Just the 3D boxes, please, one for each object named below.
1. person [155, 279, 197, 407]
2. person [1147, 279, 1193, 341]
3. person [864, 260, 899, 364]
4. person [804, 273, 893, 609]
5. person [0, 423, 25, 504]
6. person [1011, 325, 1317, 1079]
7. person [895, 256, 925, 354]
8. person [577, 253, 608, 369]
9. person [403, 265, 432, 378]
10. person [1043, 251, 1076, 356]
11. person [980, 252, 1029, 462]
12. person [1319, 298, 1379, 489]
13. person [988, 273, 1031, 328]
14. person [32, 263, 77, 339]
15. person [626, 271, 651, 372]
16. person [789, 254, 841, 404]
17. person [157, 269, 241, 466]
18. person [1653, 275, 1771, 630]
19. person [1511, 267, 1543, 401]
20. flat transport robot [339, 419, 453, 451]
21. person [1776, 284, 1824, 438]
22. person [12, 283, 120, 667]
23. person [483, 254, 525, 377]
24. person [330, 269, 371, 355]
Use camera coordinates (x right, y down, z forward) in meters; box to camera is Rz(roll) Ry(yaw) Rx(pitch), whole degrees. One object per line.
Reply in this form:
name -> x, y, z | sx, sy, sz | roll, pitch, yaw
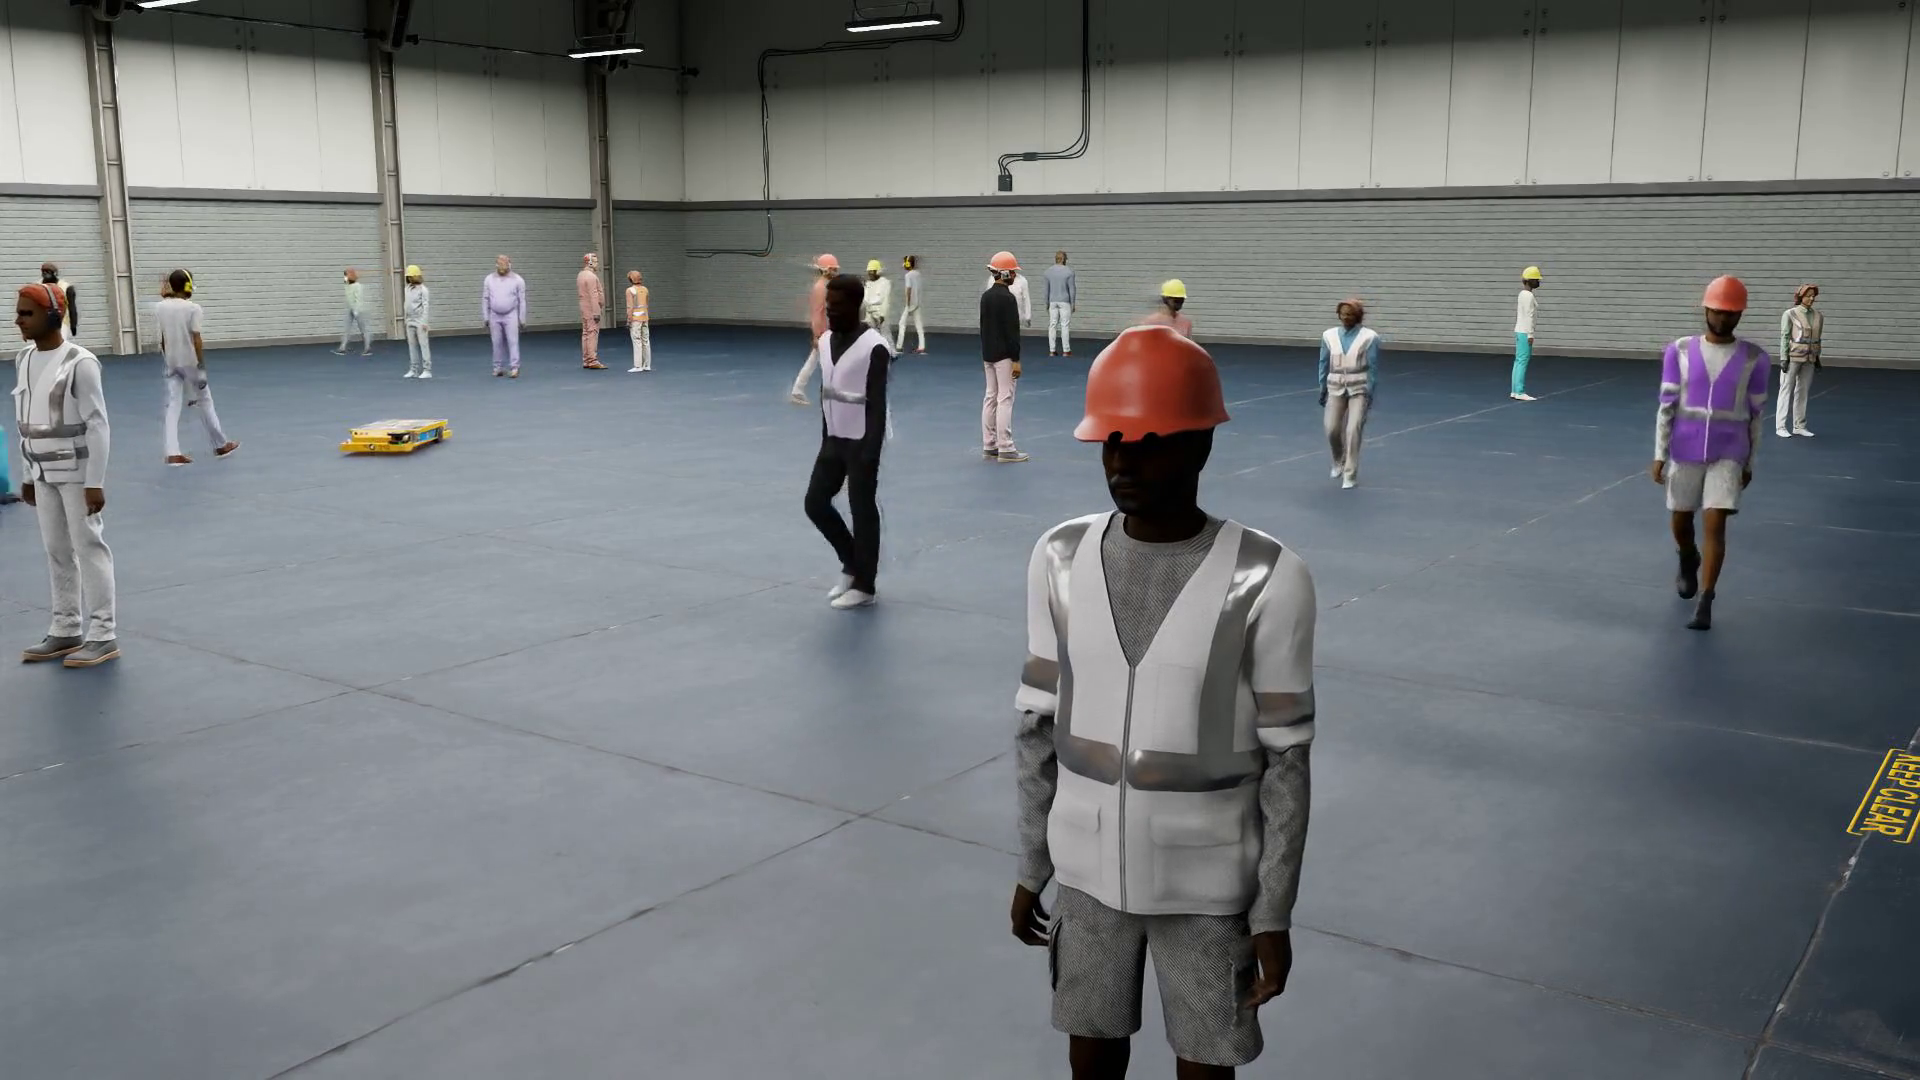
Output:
person -> -9.924, -2.490, 21.079 | 0.284, 1.633, 0.500 | 8, 13, 36
person -> 1.935, -1.565, 15.594 | 0.525, 1.749, 0.477 | -7, 12, -32
person -> -1.400, -3.865, 28.357 | 0.597, 1.792, 0.921 | 9, 13, 41
person -> -0.626, -0.549, 9.440 | 0.463, 1.903, 0.629 | -8, 13, -40
person -> -7.724, -1.166, 13.116 | 0.596, 1.820, 0.763 | 7, 12, 34
person -> 0.335, 0.592, 2.963 | 0.552, 1.937, 0.356 | 5, 11, 27
person -> -0.979, -4.419, 31.305 | 0.842, 1.836, 0.524 | 7, 12, 33
person -> -6.079, -3.775, 27.506 | 0.409, 1.907, 0.651 | -6, 12, -29
person -> -8.418, -3.374, 25.730 | 0.490, 1.743, 0.303 | 6, 12, 29
person -> 1.842, -4.343, 30.620 | 0.627, 1.934, 0.370 | 5, 11, 26
person -> 0.405, -1.743, 15.883 | 0.377, 1.995, 0.612 | -5, 11, -28
person -> 3.321, -1.255, 14.206 | 0.513, 1.623, 0.430 | 5, 11, 27
person -> 0.807, -3.506, 26.120 | 0.673, 1.855, 0.960 | -3, 11, -16
person -> -13.409, -3.201, 24.619 | 0.625, 1.800, 0.961 | 0, 10, 0
person -> -5.201, -3.521, 26.842 | 0.315, 1.638, 0.515 | 5, 11, 27
person -> -1.722, -2.689, 21.360 | 1.070, 1.945, 0.614 | 0, 10, 1
person -> -7.277, -1.639, 15.773 | 0.557, 1.820, 0.932 | 2, 10, 13
person -> 4.145, -0.506, 9.187 | 0.538, 1.915, 0.831 | 6, 12, 29
person -> 7.531, -2.733, 22.068 | 0.313, 1.767, 0.534 | 1, 10, 7
flat transport robot -> -5.746, -1.081, 17.003 | 0.652, 0.197, 1.431 | 0, 10, 2
person -> 9.023, -1.921, 17.870 | 0.517, 1.641, 0.308 | -3, 11, -17
person -> -4.420, -0.314, 8.192 | 0.575, 1.883, 0.362 | 6, 12, 29
person -> -7.077, -3.468, 25.794 | 0.646, 1.907, 0.404 | 0, 10, 1
person -> -11.289, -4.208, 30.785 | 0.513, 1.592, 0.820 | 7, 12, 34
